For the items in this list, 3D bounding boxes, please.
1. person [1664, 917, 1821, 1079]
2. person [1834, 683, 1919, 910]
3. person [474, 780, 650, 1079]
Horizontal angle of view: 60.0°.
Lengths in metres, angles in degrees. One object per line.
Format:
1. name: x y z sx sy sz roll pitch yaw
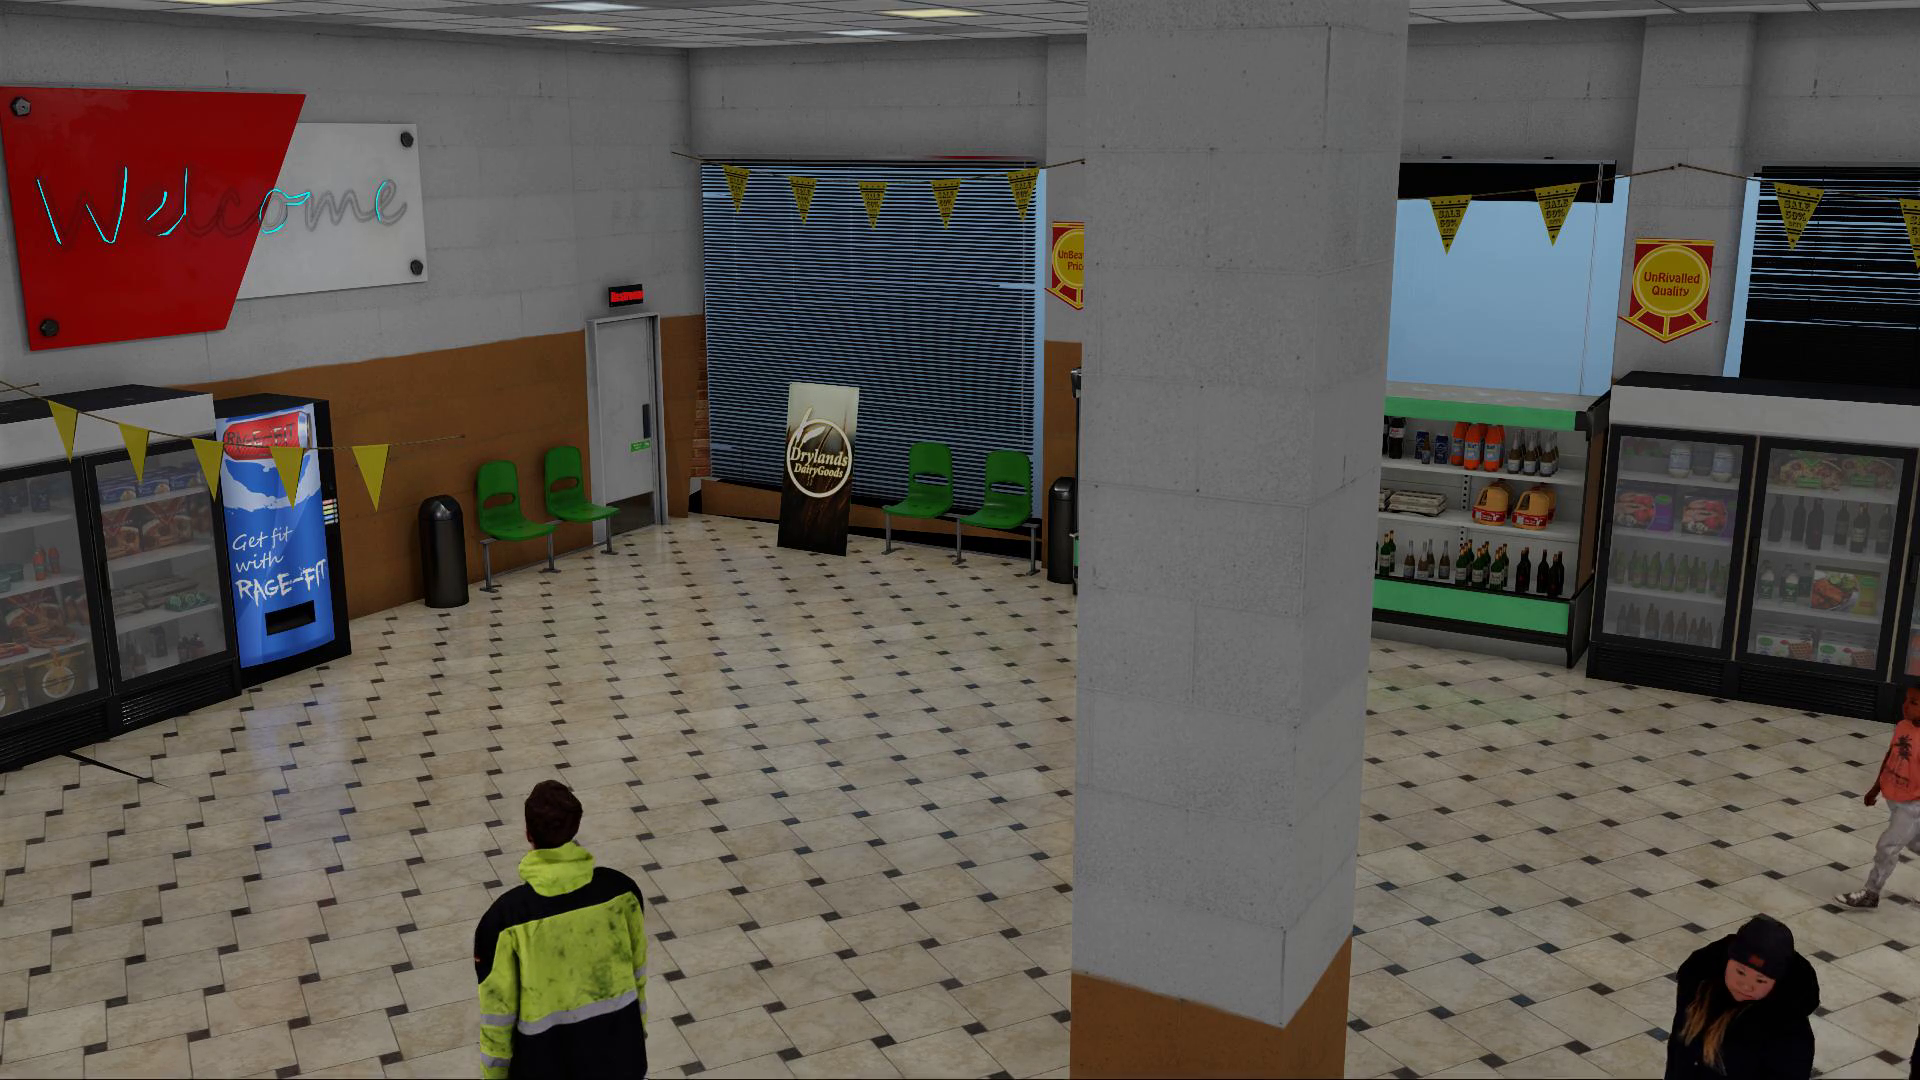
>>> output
1. person: 2.647 2.010 5.629 1.001 1.642 0.958 -5 14 -18
2. person: 5.170 1.382 8.949 0.961 1.296 0.757 0 14 1
3. person: -1.362 1.791 5.813 0.868 1.981 0.823 -10 17 -35
